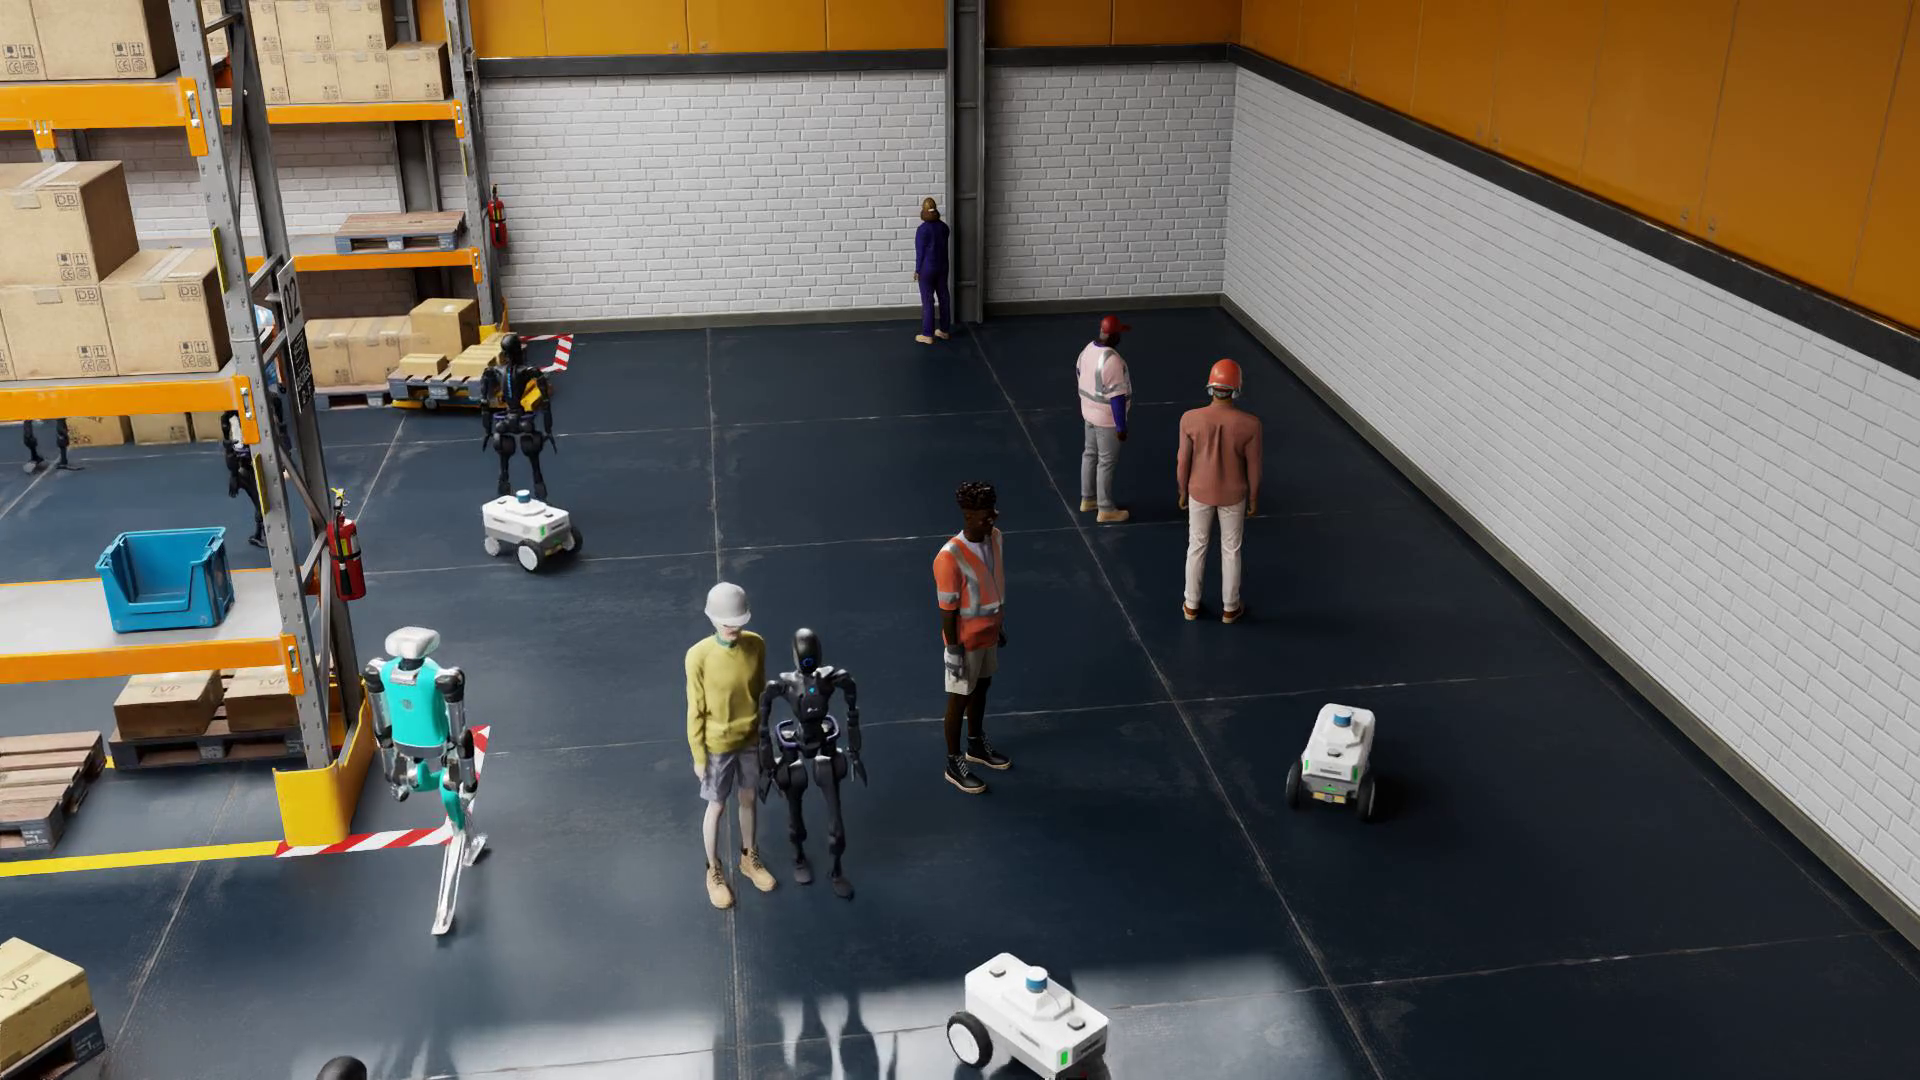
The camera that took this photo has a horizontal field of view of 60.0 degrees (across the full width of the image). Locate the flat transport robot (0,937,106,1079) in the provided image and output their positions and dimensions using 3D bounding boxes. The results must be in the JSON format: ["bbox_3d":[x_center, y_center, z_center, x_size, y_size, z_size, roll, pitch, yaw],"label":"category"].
[{"bbox_3d":[-4.633,2.592,7.491,1.431,0.231,0.659,12,26,26],"label":"flat transport robot"}]

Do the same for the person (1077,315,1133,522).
[{"bbox_3d":[1.220,-1.021,13.878,0.419,1.750,0.623,-11,26,-23],"label":"person"}]

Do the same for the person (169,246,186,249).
[{"bbox_3d":[-7.139,-1.856,15.654,0.641,1.850,0.513,-2,24,-4],"label":"person"}]

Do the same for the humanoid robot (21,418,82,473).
[{"bbox_3d":[-8.203,-1.391,14.823,0.611,1.647,0.446,-15,28,-31],"label":"humanoid robot"}]

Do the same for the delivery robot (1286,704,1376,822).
[{"bbox_3d":[2.269,1.326,10.044,0.522,0.614,0.786,9,25,19],"label":"delivery robot"}]

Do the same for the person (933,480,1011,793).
[{"bbox_3d":[0.091,0.560,10.012,0.368,1.965,0.605,14,27,29],"label":"person"}]

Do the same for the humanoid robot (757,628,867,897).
[{"bbox_3d":[-0.811,1.170,8.994,0.607,1.634,0.440,-7,25,-16],"label":"humanoid robot"}]

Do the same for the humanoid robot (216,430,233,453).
[{"bbox_3d":[-6.764,-1.626,15.360,0.735,1.854,0.560,-2,24,-5],"label":"humanoid robot"}]

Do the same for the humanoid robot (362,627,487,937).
[{"bbox_3d":[-2.756,1.174,8.982,0.537,1.769,1.066,4,24,9],"label":"humanoid robot"}]

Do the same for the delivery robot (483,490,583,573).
[{"bbox_3d":[-3.445,-0.105,13.267,0.777,0.585,0.499,14,27,29],"label":"delivery robot"}]

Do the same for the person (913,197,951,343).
[{"bbox_3d":[-0.327,-3.013,18.572,0.457,1.621,0.349,-18,30,-36],"label":"person"}]

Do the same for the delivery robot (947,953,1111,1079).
[{"bbox_3d":[0.338,2.285,7.859,0.499,0.613,0.807,-21,31,-39],"label":"delivery robot"}]

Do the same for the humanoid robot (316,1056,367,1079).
[{"bbox_3d":[-2.081,2.509,5.958,0.589,1.627,0.727,2,24,4],"label":"humanoid robot"}]

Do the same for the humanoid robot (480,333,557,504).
[{"bbox_3d":[-3.654,-0.897,13.703,0.616,1.633,0.434,-2,24,-4],"label":"humanoid robot"}]

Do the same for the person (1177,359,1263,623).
[{"bbox_3d":[1.869,-0.343,12.035,0.610,1.994,0.376,6,24,12],"label":"person"}]

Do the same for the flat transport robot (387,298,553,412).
[{"bbox_3d":[-4.924,-1.505,16.826,1.431,0.231,0.659,2,24,6],"label":"flat transport robot"}]

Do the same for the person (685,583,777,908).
[{"bbox_3d":[-1.228,1.079,8.926,0.485,1.887,0.401,-16,28,-32],"label":"person"}]

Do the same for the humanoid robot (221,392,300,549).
[{"bbox_3d":[-5.517,-0.614,13.110,0.816,1.617,0.587,15,28,31],"label":"humanoid robot"}]

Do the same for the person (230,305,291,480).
[{"bbox_3d":[-6.226,-1.379,14.585,0.621,1.842,0.429,-15,28,-30],"label":"person"}]
